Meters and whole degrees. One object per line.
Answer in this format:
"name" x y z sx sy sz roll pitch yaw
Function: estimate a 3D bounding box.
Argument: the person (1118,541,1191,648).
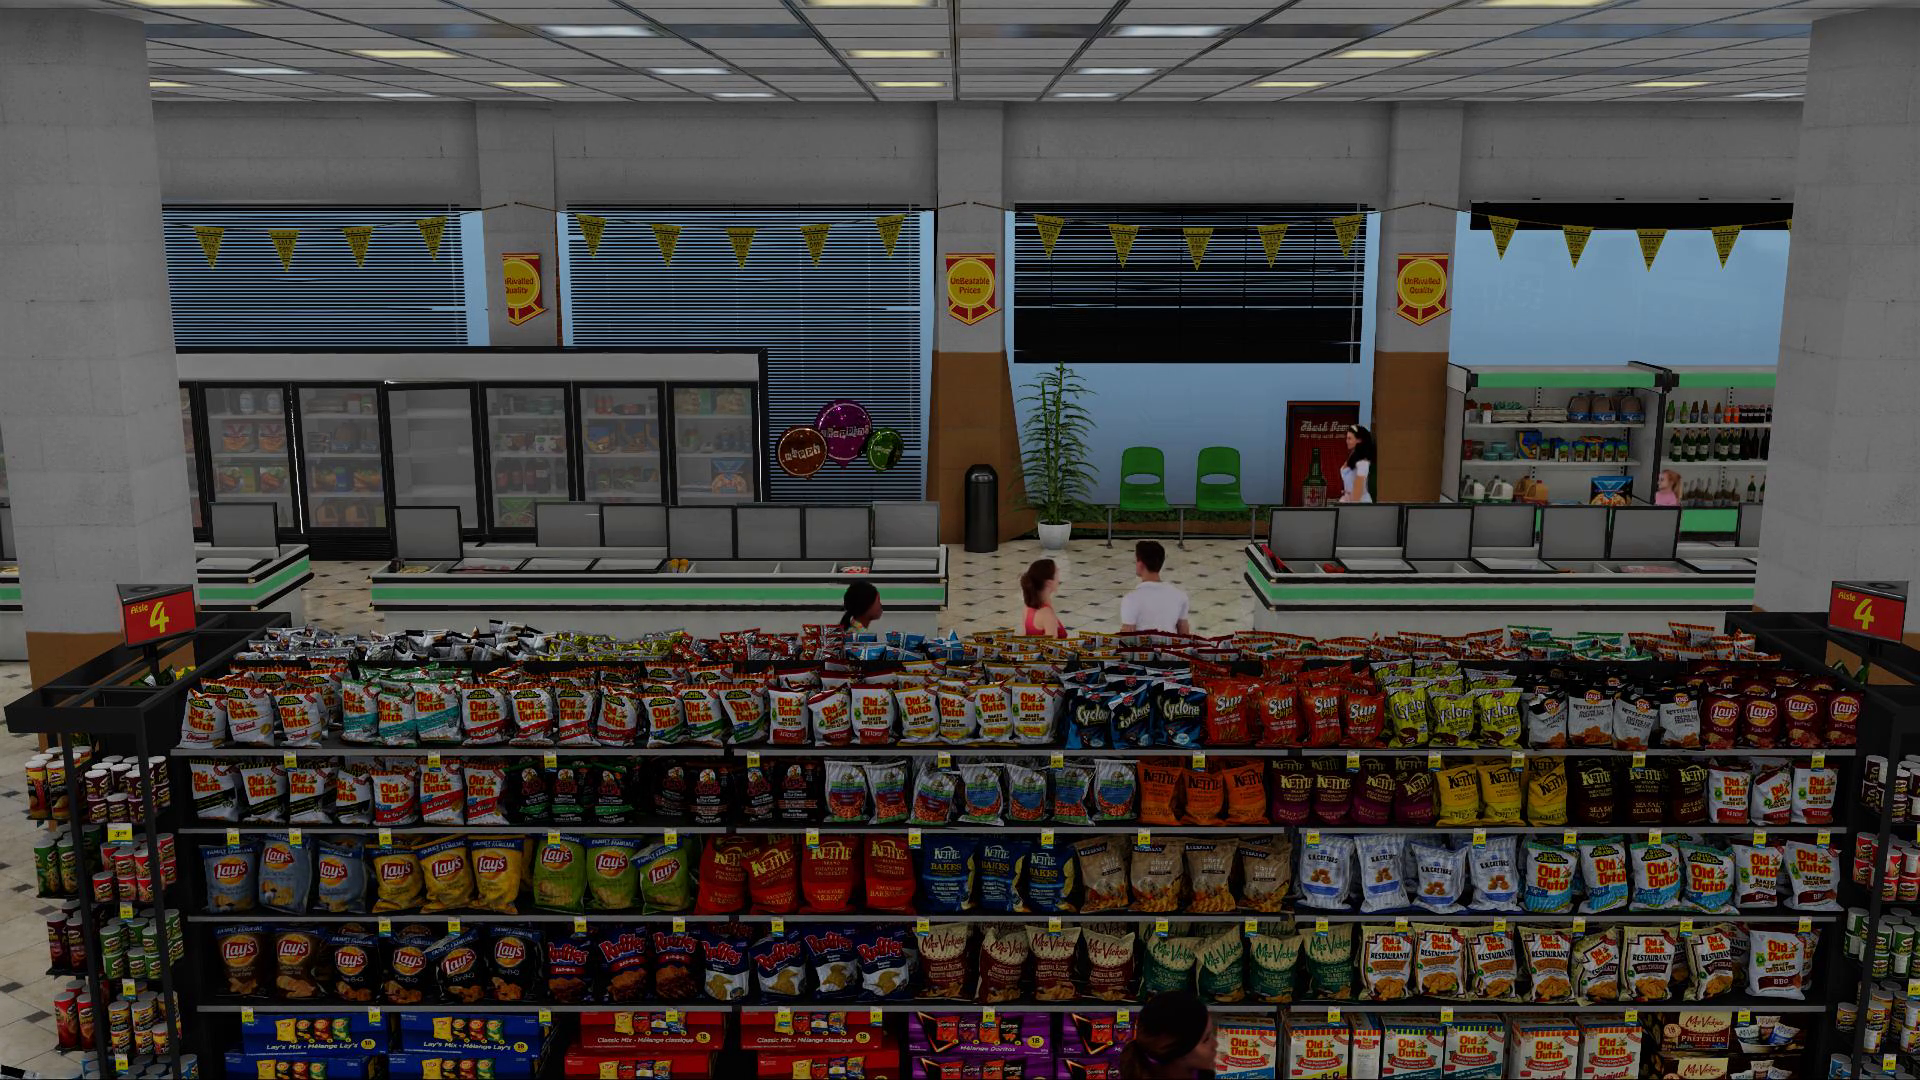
"person" 1.298 0.933 10.688 0.819 1.840 0.893 -8 15 -35

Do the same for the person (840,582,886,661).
"person" -0.675 1.138 9.887 1.111 1.768 0.750 -3 12 -14

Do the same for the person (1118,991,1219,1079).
"person" 0.631 2.177 5.066 0.545 1.722 0.554 0 12 2

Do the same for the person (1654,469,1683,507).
"person" 7.233 -0.094 16.965 0.570 1.262 0.531 -3 12 -13

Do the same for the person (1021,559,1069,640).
"person" 0.533 0.975 10.699 0.677 1.753 0.654 -6 13 -27

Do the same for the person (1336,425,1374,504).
"person" 3.930 -0.222 16.261 0.737 1.803 0.663 0 12 0
